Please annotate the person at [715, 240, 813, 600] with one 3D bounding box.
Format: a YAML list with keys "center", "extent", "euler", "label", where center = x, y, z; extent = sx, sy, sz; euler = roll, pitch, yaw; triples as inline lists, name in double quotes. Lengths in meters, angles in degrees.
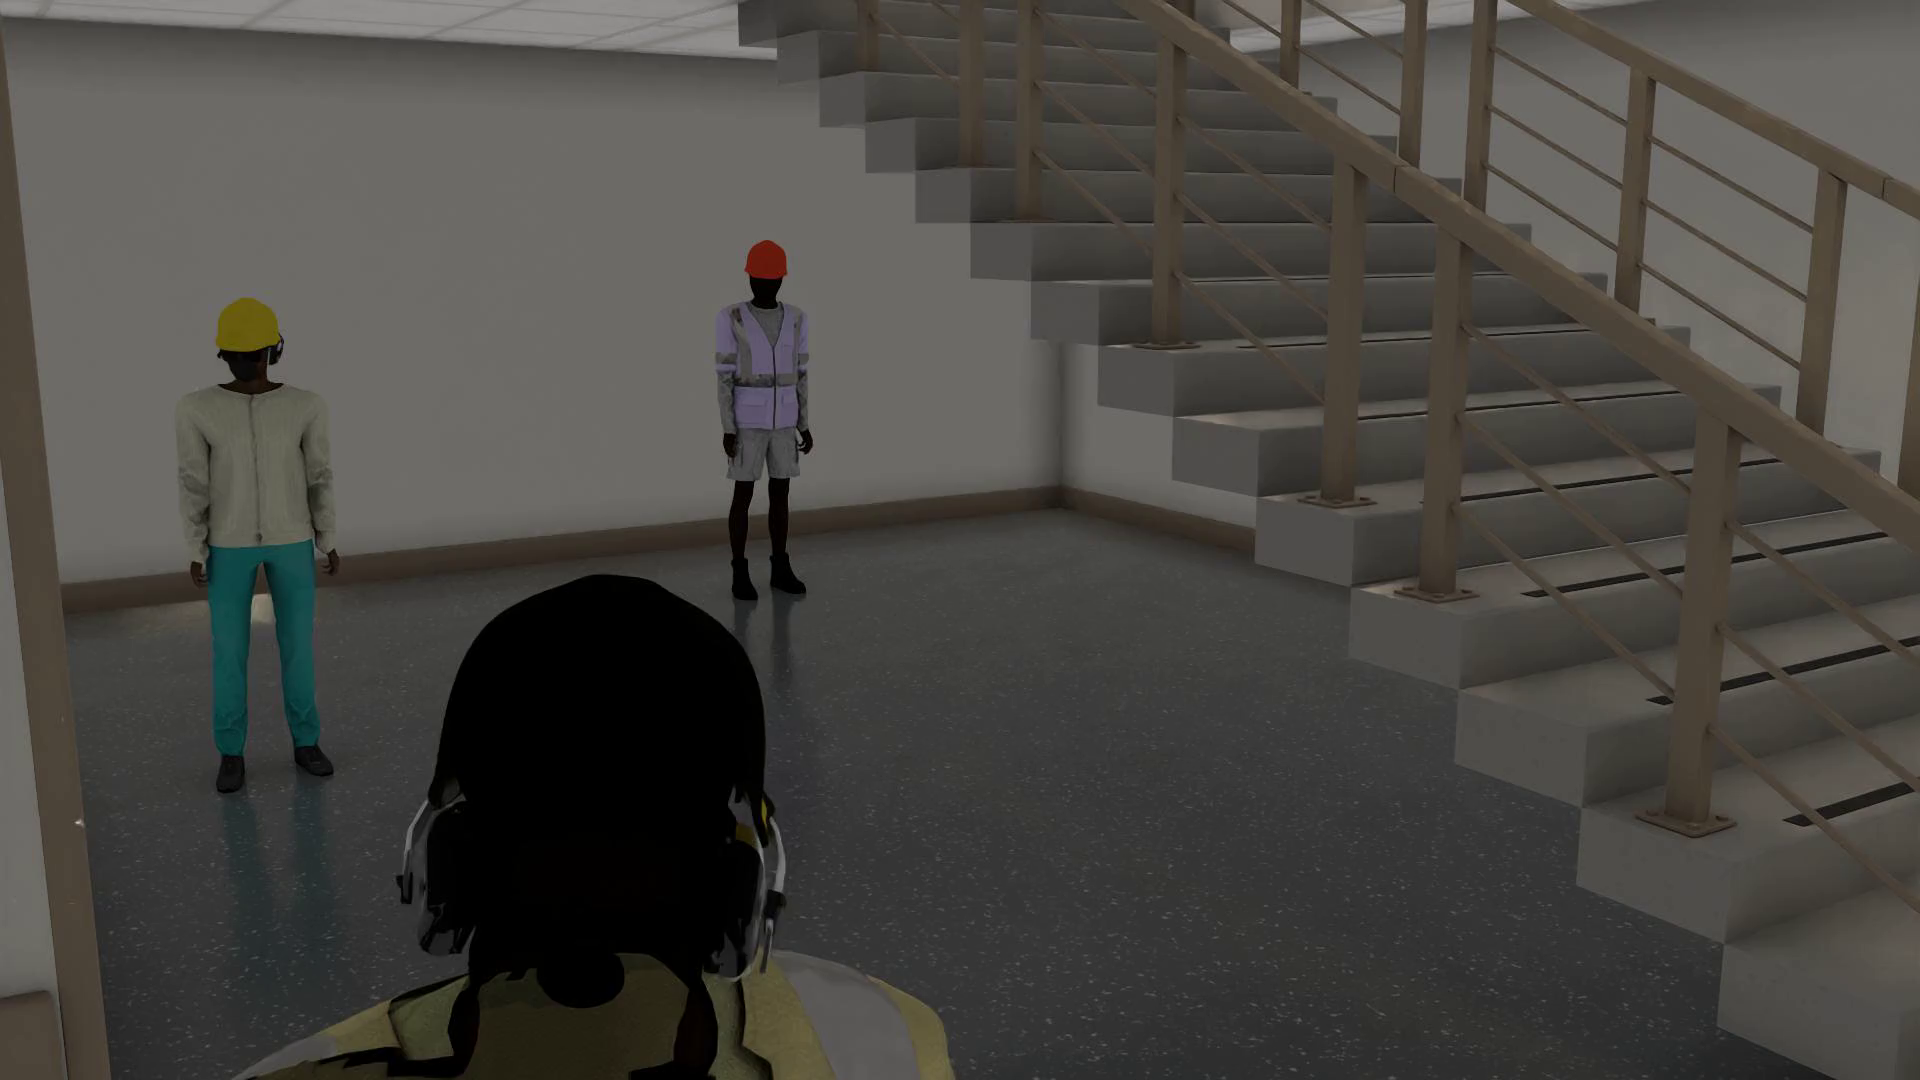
- center: [-1.046, -0.646, 9.025]
  extent: [0.544, 1.933, 0.376]
  euler: [-6, 12, -29]
  label: "person"

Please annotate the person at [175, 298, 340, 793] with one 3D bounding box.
- center: [-2.511, 0.017, 5.992]
  extent: [0.524, 1.764, 0.329]
  euler: [-6, 12, -29]
  label: "person"

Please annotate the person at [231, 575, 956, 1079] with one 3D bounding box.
- center: [-0.233, 0.908, 1.138]
  extent: [0.589, 1.827, 0.404]
  euler: [-6, 12, -29]
  label: "person"
